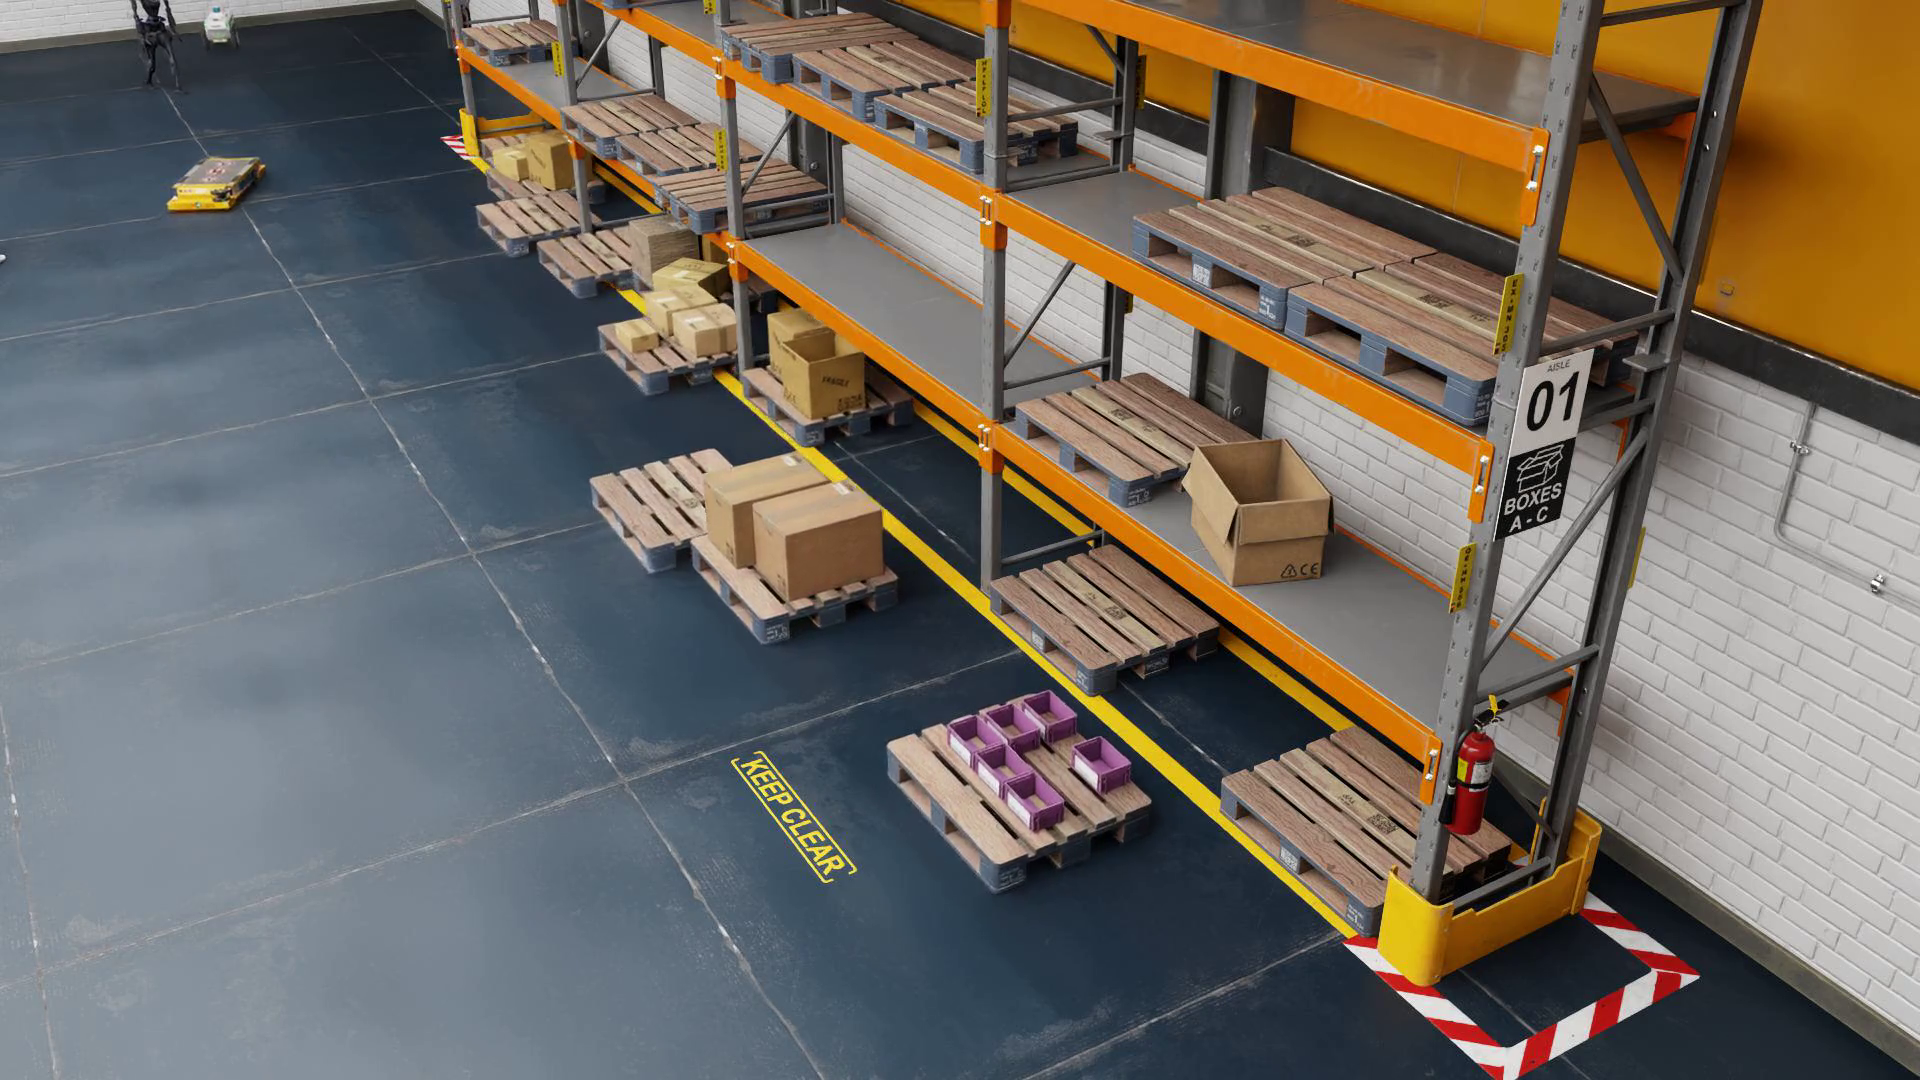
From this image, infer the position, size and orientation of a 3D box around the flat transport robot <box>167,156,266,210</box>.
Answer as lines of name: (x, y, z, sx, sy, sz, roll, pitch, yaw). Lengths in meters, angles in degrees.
flat transport robot: (-8.364, -4.027, 18.741, 0.659, 0.231, 1.431, -2, 30, -4)

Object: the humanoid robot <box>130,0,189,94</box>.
humanoid robot: (-10.813, -6.833, 22.316, 0.767, 1.634, 0.603, 18, 34, 29)

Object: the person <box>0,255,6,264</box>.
person: (-9.862, -3.510, 16.371, 0.465, 1.706, 0.368, -7, 30, -12)

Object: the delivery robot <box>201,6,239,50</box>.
delivery robot: (-11.073, -7.676, 24.882, 0.499, 0.583, 0.767, -8, 30, -13)
